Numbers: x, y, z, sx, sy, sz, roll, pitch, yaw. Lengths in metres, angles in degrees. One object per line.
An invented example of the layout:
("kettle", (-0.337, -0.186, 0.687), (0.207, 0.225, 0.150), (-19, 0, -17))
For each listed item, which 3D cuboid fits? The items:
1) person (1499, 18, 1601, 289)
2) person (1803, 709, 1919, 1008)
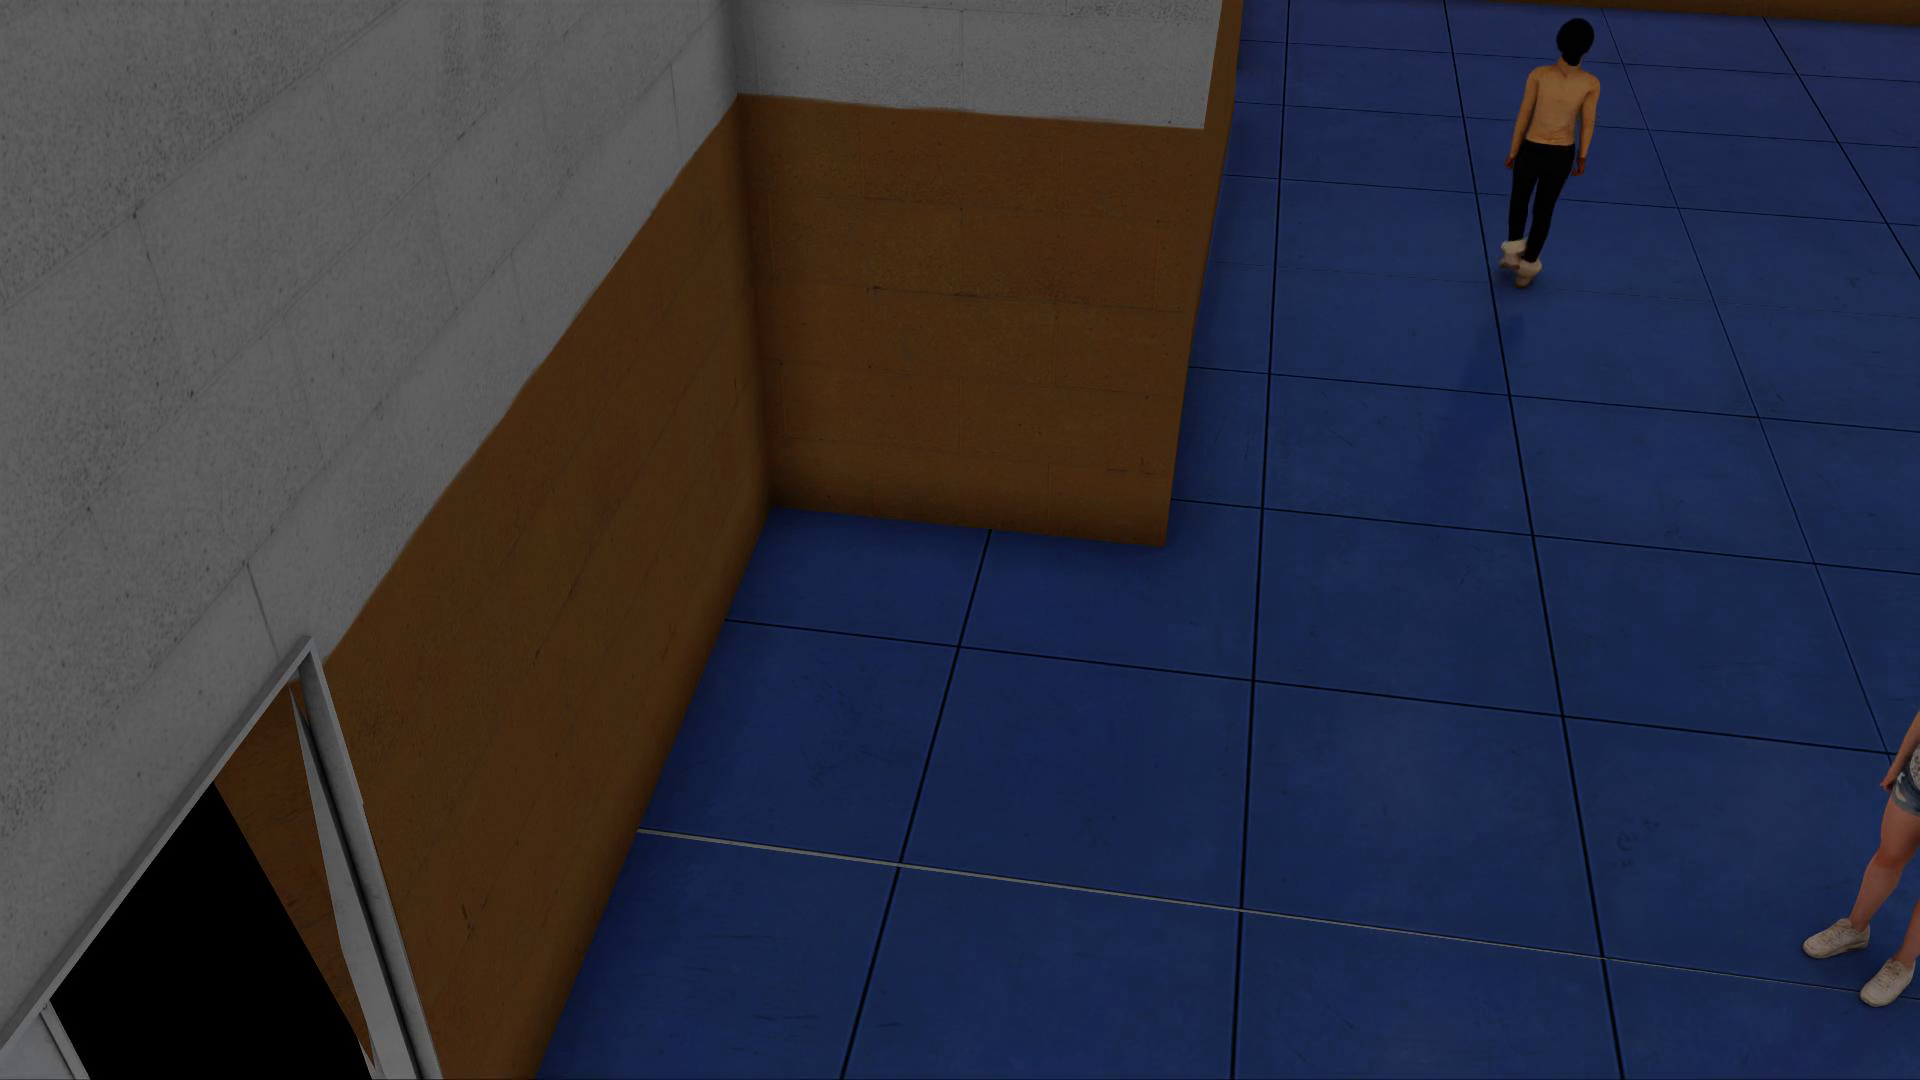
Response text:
("person", (3.474, -2.257, 9.884), (0.585, 1.649, 0.723), (14, 39, 18))
("person", (3.355, 0.873, 5.622), (0.689, 1.759, 0.652), (-17, 40, -21))
